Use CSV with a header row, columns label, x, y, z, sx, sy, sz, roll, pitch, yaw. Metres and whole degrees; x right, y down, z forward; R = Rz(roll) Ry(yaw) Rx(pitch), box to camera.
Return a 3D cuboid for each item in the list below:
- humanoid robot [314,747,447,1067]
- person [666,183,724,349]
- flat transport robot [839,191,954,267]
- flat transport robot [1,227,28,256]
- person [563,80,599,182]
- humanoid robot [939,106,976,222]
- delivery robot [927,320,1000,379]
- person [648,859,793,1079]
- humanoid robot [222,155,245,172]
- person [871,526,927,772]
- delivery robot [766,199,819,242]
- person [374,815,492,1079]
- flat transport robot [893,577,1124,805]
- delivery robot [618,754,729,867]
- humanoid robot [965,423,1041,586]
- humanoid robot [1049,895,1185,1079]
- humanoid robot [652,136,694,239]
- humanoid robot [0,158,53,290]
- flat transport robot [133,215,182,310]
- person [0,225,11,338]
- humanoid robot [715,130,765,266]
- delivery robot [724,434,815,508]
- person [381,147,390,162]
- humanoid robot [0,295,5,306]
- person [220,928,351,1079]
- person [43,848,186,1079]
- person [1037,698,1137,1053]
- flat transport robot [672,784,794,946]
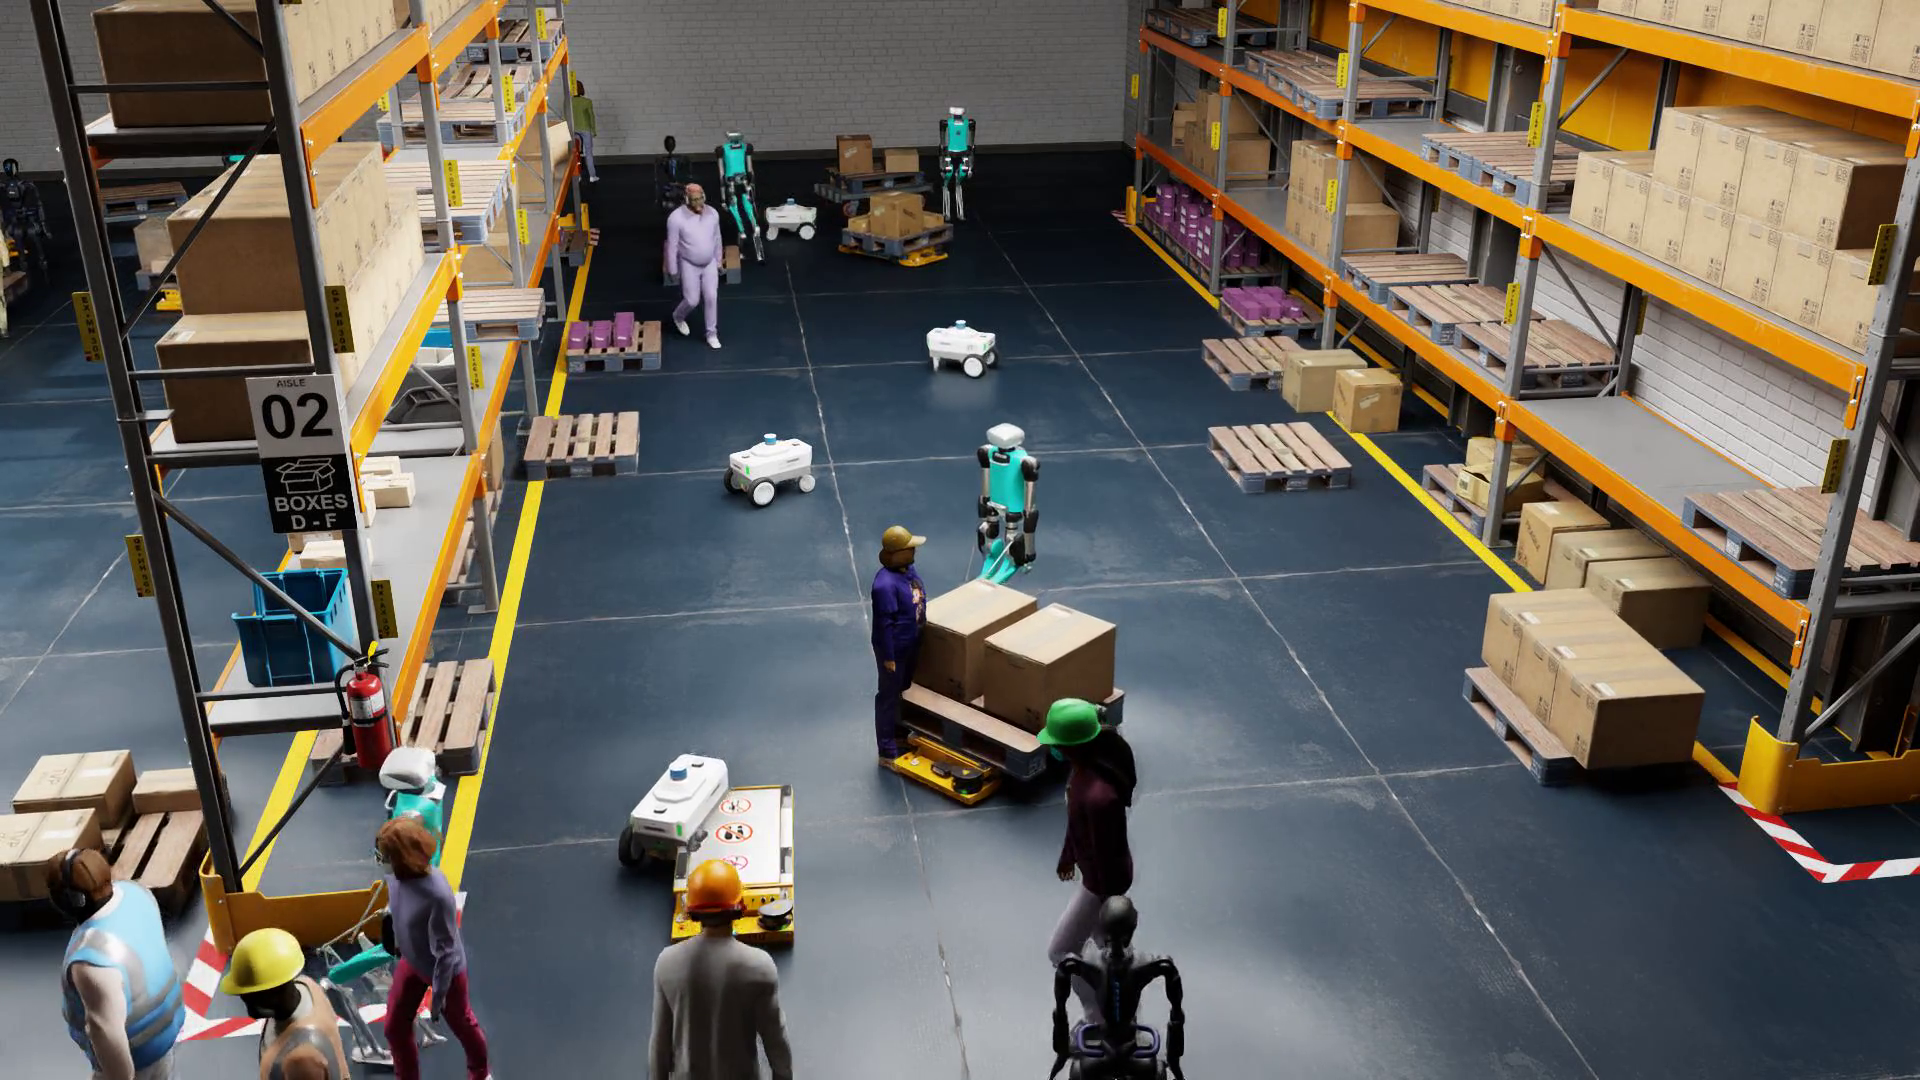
label,x,y,z,sx,sy,sz,roll,pitch,yaw
humanoid robot,-2.762,1.786,7.806,0.845,1.776,0.542,-2,24,-4
person,-2.997,-3.114,18.764,0.675,1.882,0.614,-15,28,-31
flat transport robot,-0.922,-3.984,22.755,1.431,0.231,0.659,19,30,36
flat transport robot,-13.503,-4.112,23.046,0.659,0.231,1.431,-21,31,-39
person,-6.197,-6.684,27.204,0.497,1.633,0.288,1,24,2
humanoid robot,-0.075,-5.512,24.242,0.533,1.677,0.735,-3,24,-8
delivery robot,0.039,-2.069,18.054,0.781,0.610,0.524,8,25,19
person,-0.974,2.208,6.757,0.589,1.806,1.127,4,24,8
humanoid robot,-10.101,-5.226,23.781,0.544,1.774,0.930,0,24,0
person,-0.378,0.665,10.472,0.319,1.624,0.464,8,25,17
delivery robot,-2.406,-4.563,23.709,0.762,0.587,0.499,0,24,1
person,-2.466,1.981,7.491,0.512,1.608,0.686,16,28,33
flat transport robot,0.288,1.258,10.811,0.659,0.231,1.431,20,30,37
delivery robot,-1.632,1.576,9.722,0.499,0.587,0.791,7,25,15
humanoid robot,0.173,0.110,11.639,0.553,1.782,0.879,22,32,40
humanoid robot,0.670,2.167,6.990,0.584,1.643,0.441,2,24,3
humanoid robot,-3.870,-4.649,22.539,0.600,1.639,0.609,-7,25,-16
humanoid robot,-11.796,-3.982,20.980,0.599,1.657,0.315,-3,24,-8
flat transport robot,-9.538,-3.169,20.898,0.659,0.231,1.431,-3,24,-6
person,-11.153,-3.133,18.987,0.565,1.733,0.498,-12,26,-25
humanoid robot,-2.845,-4.493,22.177,0.540,1.825,0.879,-13,27,-28
delivery robot,-1.686,-0.643,14.792,0.802,0.598,0.499,-17,29,-33
person,-7.365,-4.178,21.387,0.567,1.708,0.857,4,24,9
humanoid robot,-10.865,-2.741,18.199,0.590,1.630,0.684,-20,31,-38
person,-2.471,2.287,6.453,0.924,1.889,0.595,-12,27,-26
person,-3.476,2.089,6.984,0.454,1.823,0.646,-2,24,-4
person,0.643,1.605,7.982,0.571,1.912,0.525,1,24,2
flat transport robot,-1.282,1.817,9.538,0.659,0.231,1.431,-2,24,-5
